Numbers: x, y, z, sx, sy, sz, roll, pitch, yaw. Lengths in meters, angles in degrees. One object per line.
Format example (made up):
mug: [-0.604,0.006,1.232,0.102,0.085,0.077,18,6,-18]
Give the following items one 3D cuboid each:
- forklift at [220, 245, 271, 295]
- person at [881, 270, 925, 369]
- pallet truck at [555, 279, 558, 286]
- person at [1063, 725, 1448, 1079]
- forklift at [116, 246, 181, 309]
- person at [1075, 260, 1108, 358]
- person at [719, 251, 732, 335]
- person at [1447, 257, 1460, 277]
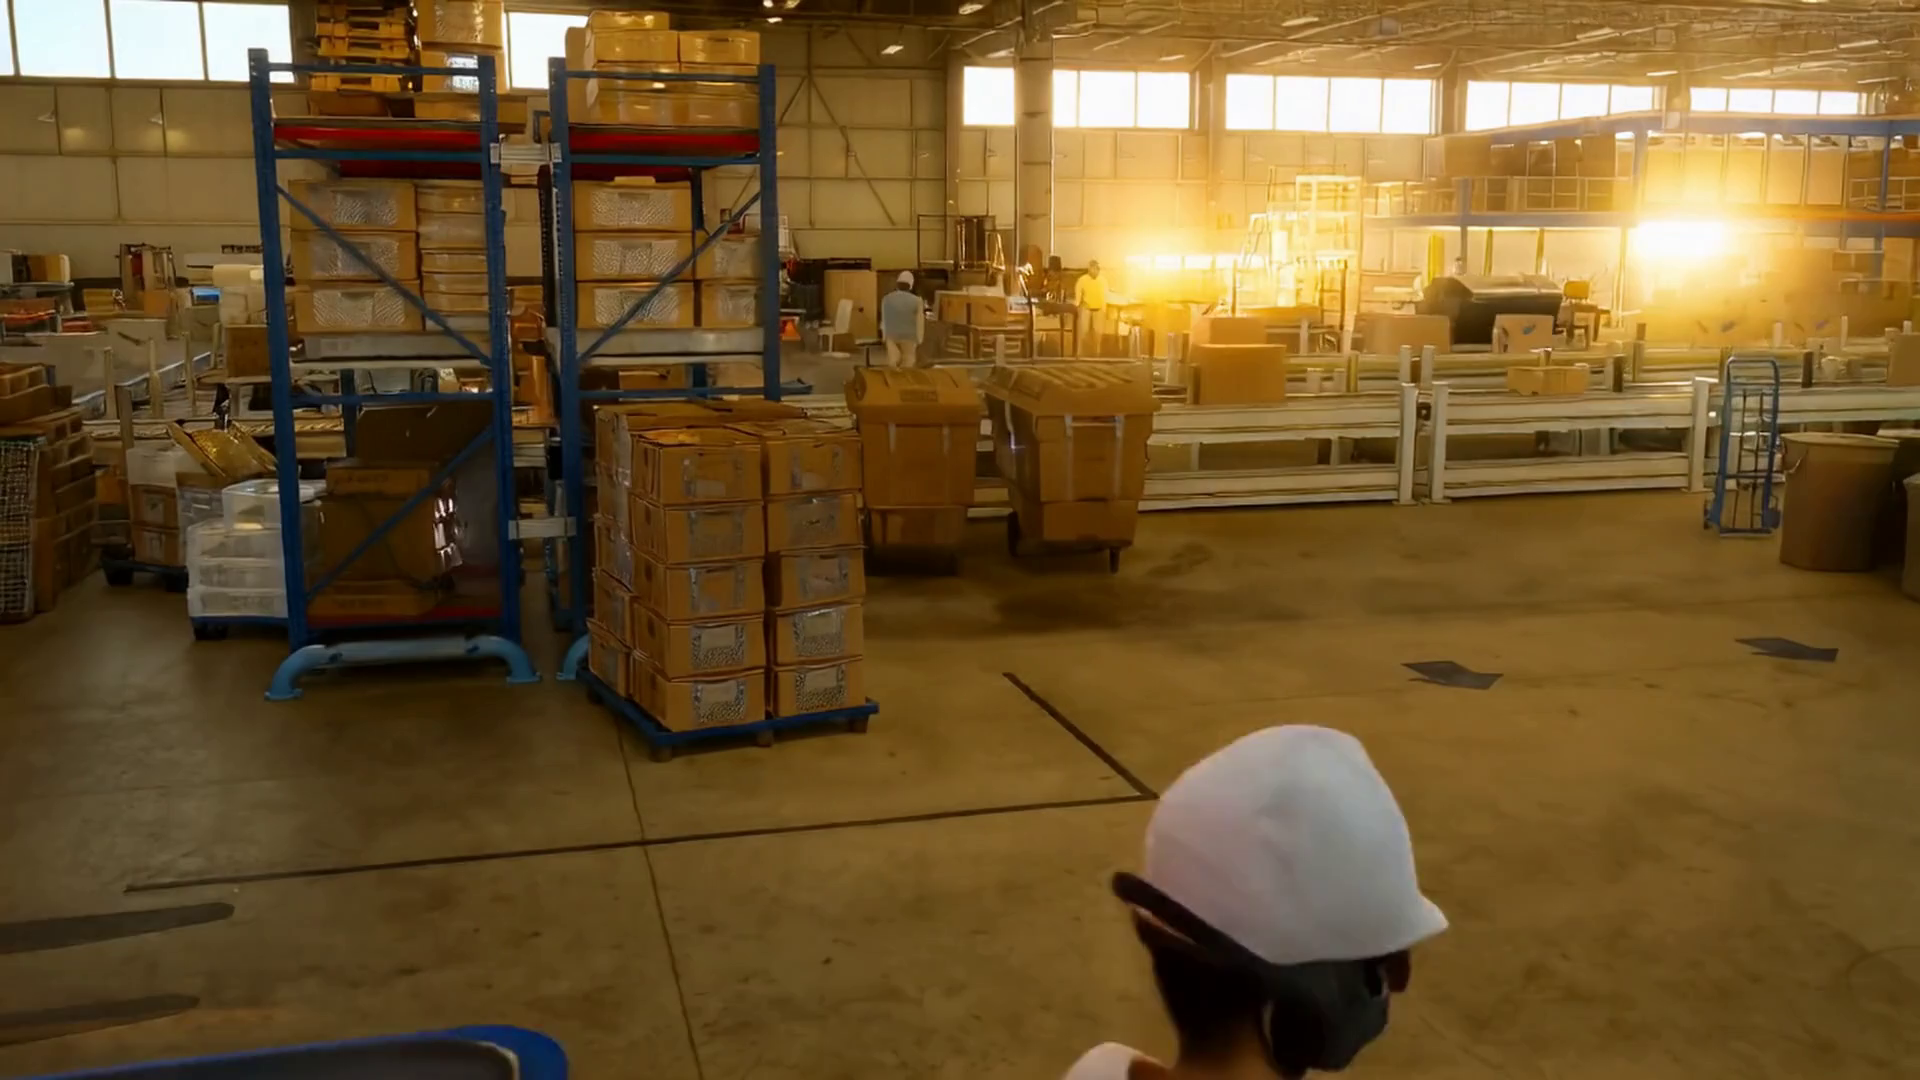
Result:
forklift: [-17.749,-6.334,41.440,1.157,1.987,2.680,-3,10,-17]
person: [-0.770,-2.704,22.276,0.613,1.815,0.510,3,10,14]
pallet truck: [-10.604,-6.375,44.520,0.653,1.274,1.630,-3,10,-15]
person: [0.283,1.012,1.453,0.697,1.739,0.539,-4,11,-21]
forklift: [-19.966,-6.232,40.894,1.157,1.987,2.680,-3,10,-15]
person: [2.418,-4.243,30.838,0.646,1.882,0.776,-2,10,-10]
person: [-4.324,-4.376,31.123,0.385,2.039,0.607,-2,10,-9]
person: [16.308,-8.425,54.759,0.530,1.801,0.981,-1,10,-6]
